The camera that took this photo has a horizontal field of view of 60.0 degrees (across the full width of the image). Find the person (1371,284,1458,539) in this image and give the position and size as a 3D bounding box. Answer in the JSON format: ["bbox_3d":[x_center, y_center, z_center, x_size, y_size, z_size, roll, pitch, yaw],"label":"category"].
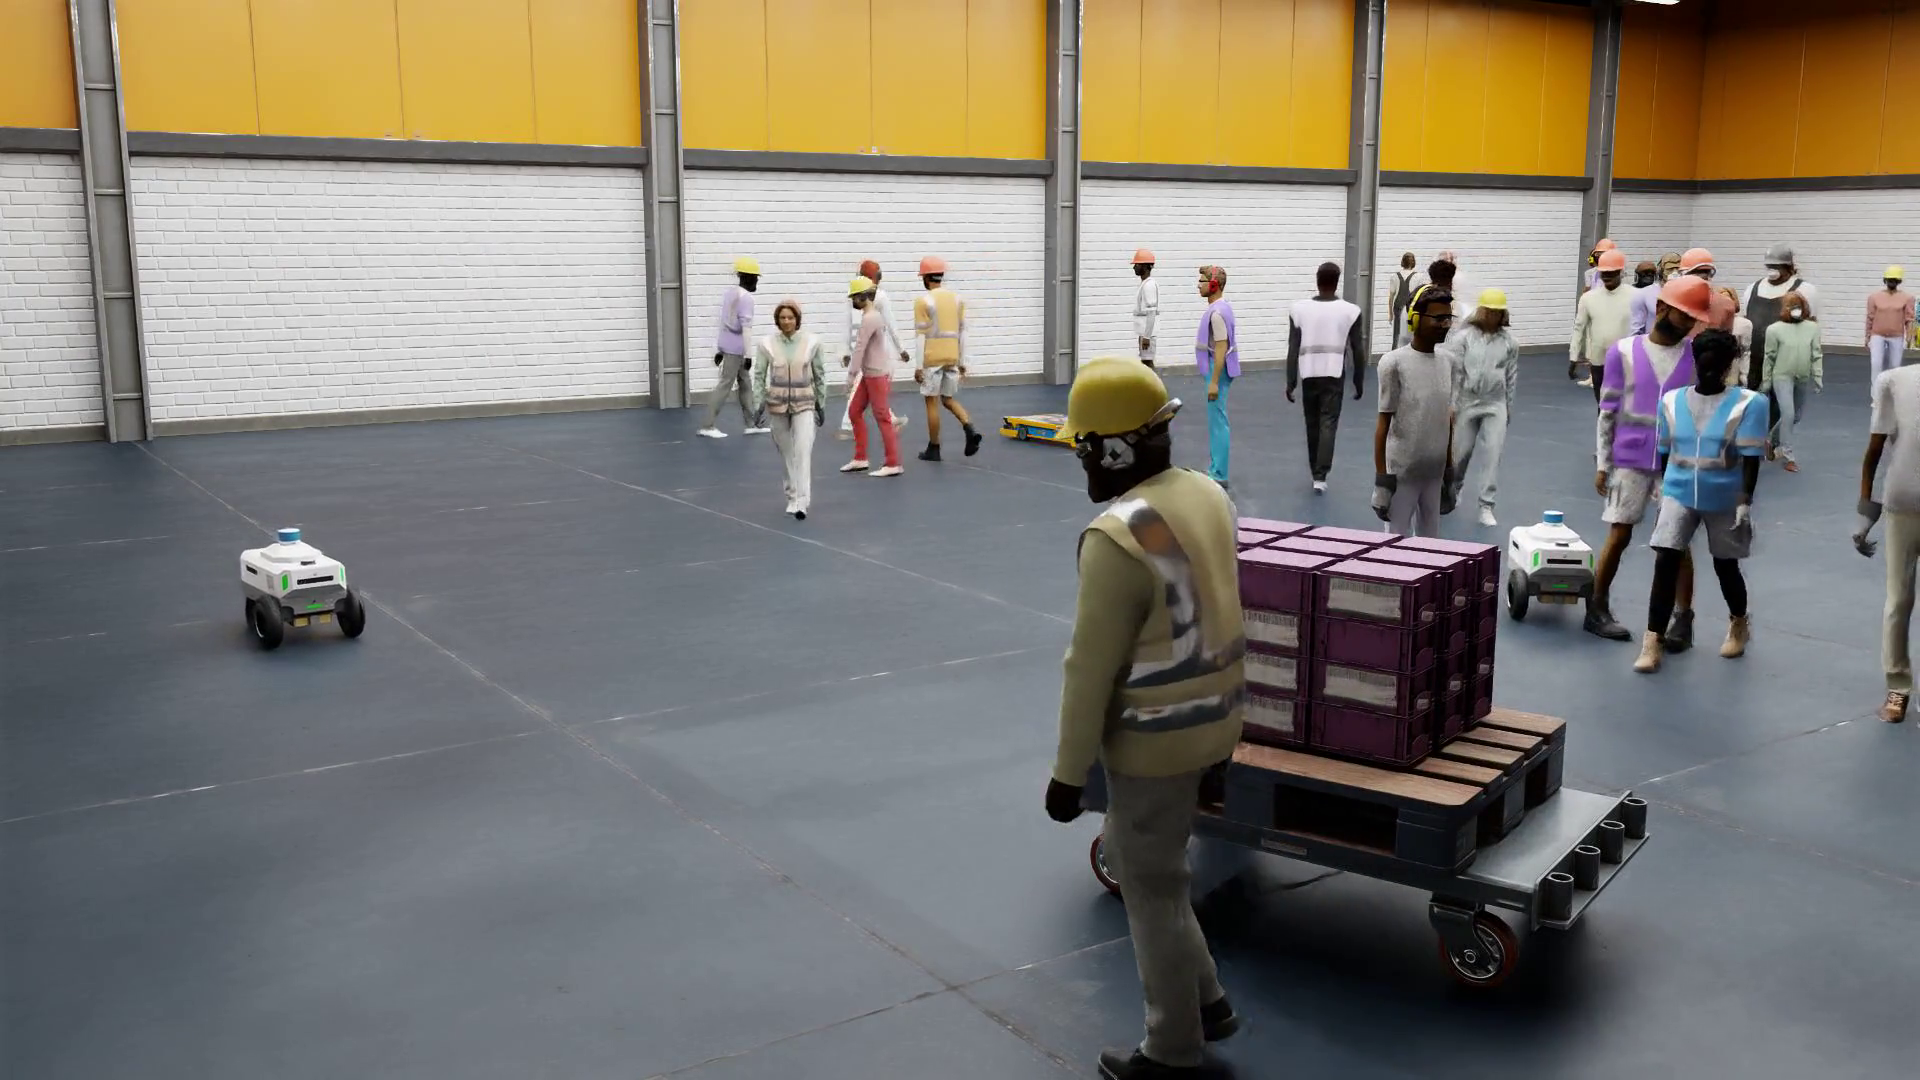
[{"bbox_3d":[2.179,-0.285,7.953,0.510,1.855,0.317,-6,12,-32],"label":"person"}]

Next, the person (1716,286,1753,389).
[{"bbox_3d":[6.882,-1.476,15.077,0.498,1.634,0.281,4,11,20],"label":"person"}]

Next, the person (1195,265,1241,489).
[{"bbox_3d":[2.118,-1.336,13.728,0.396,1.847,0.564,2,10,9],"label":"person"}]

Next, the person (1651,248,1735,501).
[{"bbox_3d":[5.694,-1.270,12.966,0.622,1.990,0.402,-2,10,-9],"label":"person"}]

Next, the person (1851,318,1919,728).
[{"bbox_3d":[4.055,-0.100,7.004,0.543,1.840,0.566,7,12,34],"label":"person"}]

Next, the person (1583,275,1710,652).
[{"bbox_3d":[3.520,-0.383,8.414,0.568,1.894,0.506,3,11,16],"label":"person"}]

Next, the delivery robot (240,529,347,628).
[{"bbox_3d":[-3.486,0.184,8.683,0.477,0.478,0.707,-9,13,-39],"label":"delivery robot"}]

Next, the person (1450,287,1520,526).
[{"bbox_3d":[3.822,-0.996,12.193,0.486,1.720,0.660,1,10,7],"label":"person"}]

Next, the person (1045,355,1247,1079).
[{"bbox_3d":[0.436,0.465,3.982,0.466,1.800,0.612,6,12,29],"label":"person"}]

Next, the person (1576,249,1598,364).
[{"bbox_3d":[10.403,-3.835,27.362,0.517,1.873,0.328,-5,12,-26],"label":"person"}]

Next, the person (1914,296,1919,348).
[{"bbox_3d":[12.462,-2.586,21.229,0.528,1.613,0.528,5,11,24],"label":"person"}]

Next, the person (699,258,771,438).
[{"bbox_3d":[-2.371,-2.000,17.370,0.842,1.866,0.606,-5,11,-23],"label":"person"}]

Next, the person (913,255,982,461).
[{"bbox_3d":[-0.144,-1.662,15.331,0.559,1.916,0.663,-9,14,-41],"label":"person"}]

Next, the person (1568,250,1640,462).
[{"bbox_3d":[5.840,-1.634,15.066,0.659,1.944,0.980,8,13,37],"label":"person"}]

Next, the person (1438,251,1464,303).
[{"bbox_3d":[6.853,-3.178,23.792,0.981,1.863,0.661,0,10,-2],"label":"person"}]

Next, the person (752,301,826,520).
[{"bbox_3d":[-1.264,-0.946,12.253,0.536,1.593,0.835,0,10,0],"label":"person"}]

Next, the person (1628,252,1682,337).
[{"bbox_3d":[6.203,-1.555,14.678,0.627,1.941,0.371,0,10,0],"label":"person"}]

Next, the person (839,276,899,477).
[{"bbox_3d":[-0.825,-1.410,14.422,0.650,1.729,0.551,0,10,0],"label":"person"}]

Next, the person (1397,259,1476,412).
[{"bbox_3d":[3.776,-1.253,13.142,0.639,1.904,0.978,0,10,-2],"label":"person"}]

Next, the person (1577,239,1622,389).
[{"bbox_3d":[8.796,-3.099,22.844,0.365,2.045,0.615,-2,10,-9],"label":"person"}]

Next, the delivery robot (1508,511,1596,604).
[{"bbox_3d":[3.278,0.083,9.235,0.477,0.478,0.707,1,10,8],"label":"delivery robot"}]

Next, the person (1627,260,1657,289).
[{"bbox_3d":[6.975,-1.941,17.064,0.633,1.841,0.429,1,10,7],"label":"person"}]

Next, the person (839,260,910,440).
[{"bbox_3d":[-0.902,-1.956,17.160,1.008,1.829,0.587,-9,13,-39],"label":"person"}]

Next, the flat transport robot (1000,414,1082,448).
[{"bbox_3d":[1.077,-1.120,16.864,0.652,0.197,1.431,-7,12,-33],"label":"flat transport robot"}]

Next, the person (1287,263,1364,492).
[{"bbox_3d":[3.011,-1.341,13.716,0.611,1.873,1.002,3,11,18],"label":"person"}]

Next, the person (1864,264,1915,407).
[{"bbox_3d":[11.425,-2.516,20.464,0.529,1.745,0.660,6,12,30],"label":"person"}]

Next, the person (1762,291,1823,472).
[{"bbox_3d":[7.479,-1.449,15.018,0.499,1.601,0.762,-1,10,-4],"label":"person"}]

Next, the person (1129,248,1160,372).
[{"bbox_3d":[2.166,-2.445,19.557,0.371,1.939,0.543,1,10,3],"label":"person"}]

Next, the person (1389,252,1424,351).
[{"bbox_3d":[6.702,-3.380,24.975,0.518,1.846,0.404,5,12,28],"label":"person"}]

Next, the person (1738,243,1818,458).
[{"bbox_3d":[7.640,-1.782,15.643,0.538,2.000,0.689,-10,14,-43],"label":"person"}]

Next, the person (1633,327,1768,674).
[{"bbox_3d":[3.628,-0.204,8.037,0.527,1.659,0.808,9,14,40],"label":"person"}]
